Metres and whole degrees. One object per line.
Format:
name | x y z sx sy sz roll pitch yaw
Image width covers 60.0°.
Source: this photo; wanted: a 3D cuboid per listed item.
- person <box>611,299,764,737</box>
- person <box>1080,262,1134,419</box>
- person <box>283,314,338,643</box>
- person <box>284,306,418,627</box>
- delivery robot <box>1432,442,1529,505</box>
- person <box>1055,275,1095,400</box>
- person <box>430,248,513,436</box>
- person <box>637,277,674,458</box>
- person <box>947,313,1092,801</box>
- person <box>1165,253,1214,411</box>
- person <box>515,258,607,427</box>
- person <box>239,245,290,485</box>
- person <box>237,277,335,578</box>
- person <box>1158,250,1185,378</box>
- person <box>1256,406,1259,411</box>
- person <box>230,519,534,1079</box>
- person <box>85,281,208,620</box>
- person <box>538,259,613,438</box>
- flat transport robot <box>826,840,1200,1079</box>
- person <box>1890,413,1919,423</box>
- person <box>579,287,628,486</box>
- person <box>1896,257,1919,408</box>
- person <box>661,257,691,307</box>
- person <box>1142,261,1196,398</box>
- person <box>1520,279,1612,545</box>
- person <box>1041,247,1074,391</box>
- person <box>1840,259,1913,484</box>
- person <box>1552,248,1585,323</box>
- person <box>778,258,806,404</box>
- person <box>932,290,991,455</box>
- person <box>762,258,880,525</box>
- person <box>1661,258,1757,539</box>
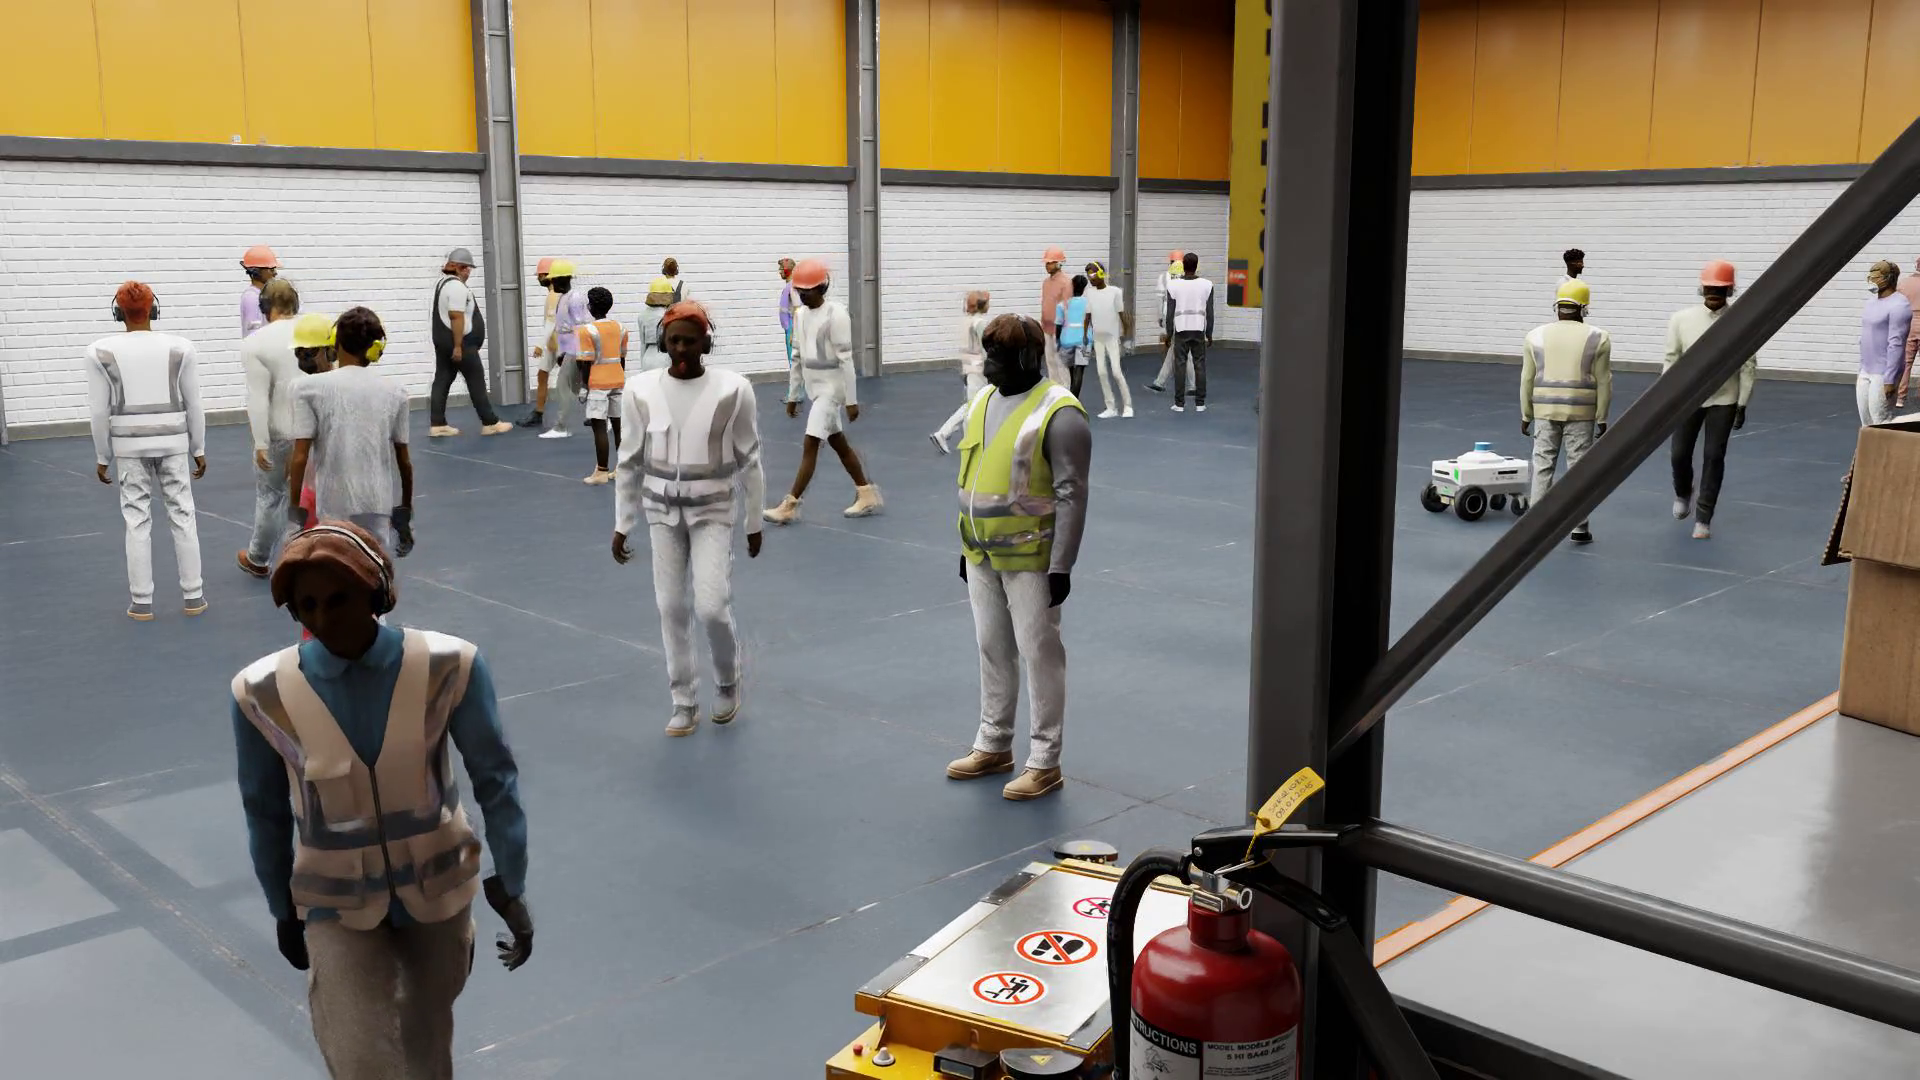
person | -1.153 -0.080 7.050 0.601 1.868 0.416 2 11 8
person | 1.699 -2.323 19.384 0.582 1.826 0.432 6 12 31
person | -3.113 -0.214 8.079 0.547 1.747 0.591 5 11 25
person | -2.595 -0.080 7.171 0.594 1.827 0.617 -8 13 -39
delivery robot | 3.968 -0.502 12.680 0.707 0.478 0.477 -4 11 -20
person | 1.437 -2.399 20.287 0.531 1.636 0.923 3 11 13
person | -5.268 -2.125 17.731 0.935 2.000 0.707 -7 12 -33
person | -2.861 -1.636 15.910 0.481 1.735 0.344 6 12 31
person | 0.201 0.060 6.360 0.429 1.842 0.633 -8 13 -39
person | 2.784 -2.513 20.183 0.588 1.918 0.390 0 10 0
person | -4.441 -2.196 18.565 1.004 1.895 0.543 -4 11 -21
person | -5.949 -1.493 14.280 0.375 2.044 0.605 -3 11 -18
person | -4.065 -0.645 10.124 1.063 1.882 0.618 9 14 40
person | 3.289 -3.416 25.132 0.548 1.900 0.862 4 11 19
person | 3.536 -2.102 17.928 0.488 1.920 0.571 2 11 10
person | -1.144 0.742 3.325 0.523 1.579 0.901 -4 11 -23
person | -4.503 -0.491 9.256 0.573 1.882 0.356 -6 12 -29
person | -4.049 -2.032 17.659 0.880 1.893 0.587 -5 11 -24
flat transport robot | 0.294 1.175 4.565 0.652 0.197 1.431 6 12 28
person | 4.408 -0.039 7.569 0.841 1.592 0.515 -9 14 -42
person | -3.056 -1.314 14.252 0.318 1.696 0.532 6 12 31
person | 11.835 -2.567 20.506 0.640 1.910 0.401 8 13 38
person | -3.716 -2.716 21.491 0.506 1.846 0.345 -6 12 -31
person | 2.810 -2.776 21.961 0.914 1.787 0.598 4 11 21
person | 4.186 -0.880 11.508 0.594 1.832 0.403 6 12 30
person | 1.160 -2.581 20.371 0.401 1.988 0.620 -5 12 -27
person | 7.776 -1.393 14.060 0.367 1.932 0.622 1 10 7
person | 7.670 -2.685 20.985 0.366 1.967 0.602 6 12 31
person | -2.112 -2.650 21.132 0.373 1.840 0.571 -2 11 -10
person | 0.110 -1.637 16.242 0.760 1.607 0.512 -2 11 -11
person | -1.019 -1.098 12.347 1.050 1.965 0.621 -7 12 -32
person | 5.326 -1.013 11.862 0.613 1.973 0.608 6 12 29
